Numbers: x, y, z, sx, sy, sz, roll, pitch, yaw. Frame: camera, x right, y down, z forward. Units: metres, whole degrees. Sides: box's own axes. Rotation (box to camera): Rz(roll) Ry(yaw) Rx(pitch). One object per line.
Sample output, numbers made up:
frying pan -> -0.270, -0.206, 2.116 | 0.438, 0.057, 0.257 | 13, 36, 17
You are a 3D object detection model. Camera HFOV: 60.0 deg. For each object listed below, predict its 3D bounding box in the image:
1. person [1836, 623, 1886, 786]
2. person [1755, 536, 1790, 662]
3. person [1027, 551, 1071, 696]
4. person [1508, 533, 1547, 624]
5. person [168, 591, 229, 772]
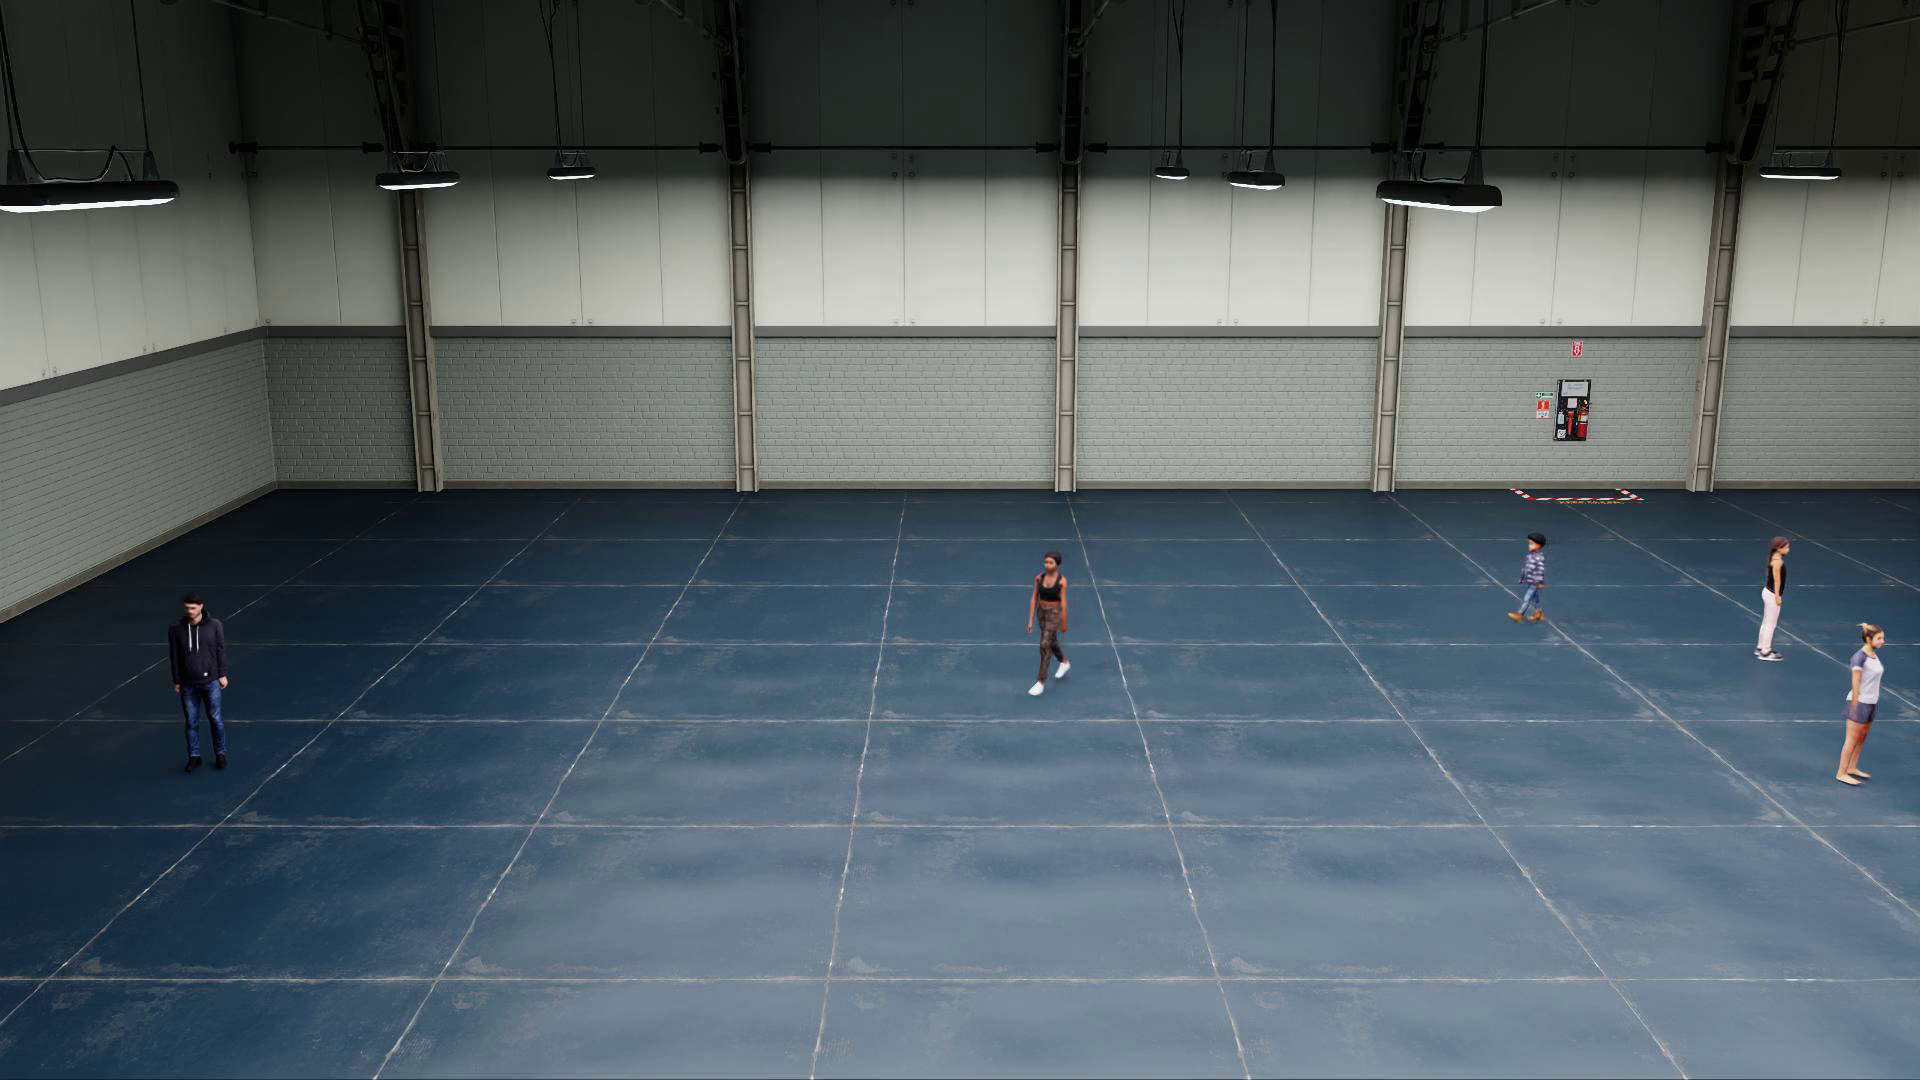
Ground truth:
person -> 9.062, 1.632, 16.710 | 0.638, 1.623, 0.713 | -11, 17, -40
person -> 10.164, 0.715, 20.797 | 0.577, 1.564, 0.585 | 4, 14, 15
person -> 1.100, 0.941, 19.634 | 1.176, 1.650, 1.116 | 9, 16, 35
person -> 7.763, 0.527, 22.373 | 0.850, 1.220, 0.600 | -3, 13, -14
person -> -7.783, 1.420, 17.035 | 0.617, 1.889, 0.795 | -4, 14, -16
